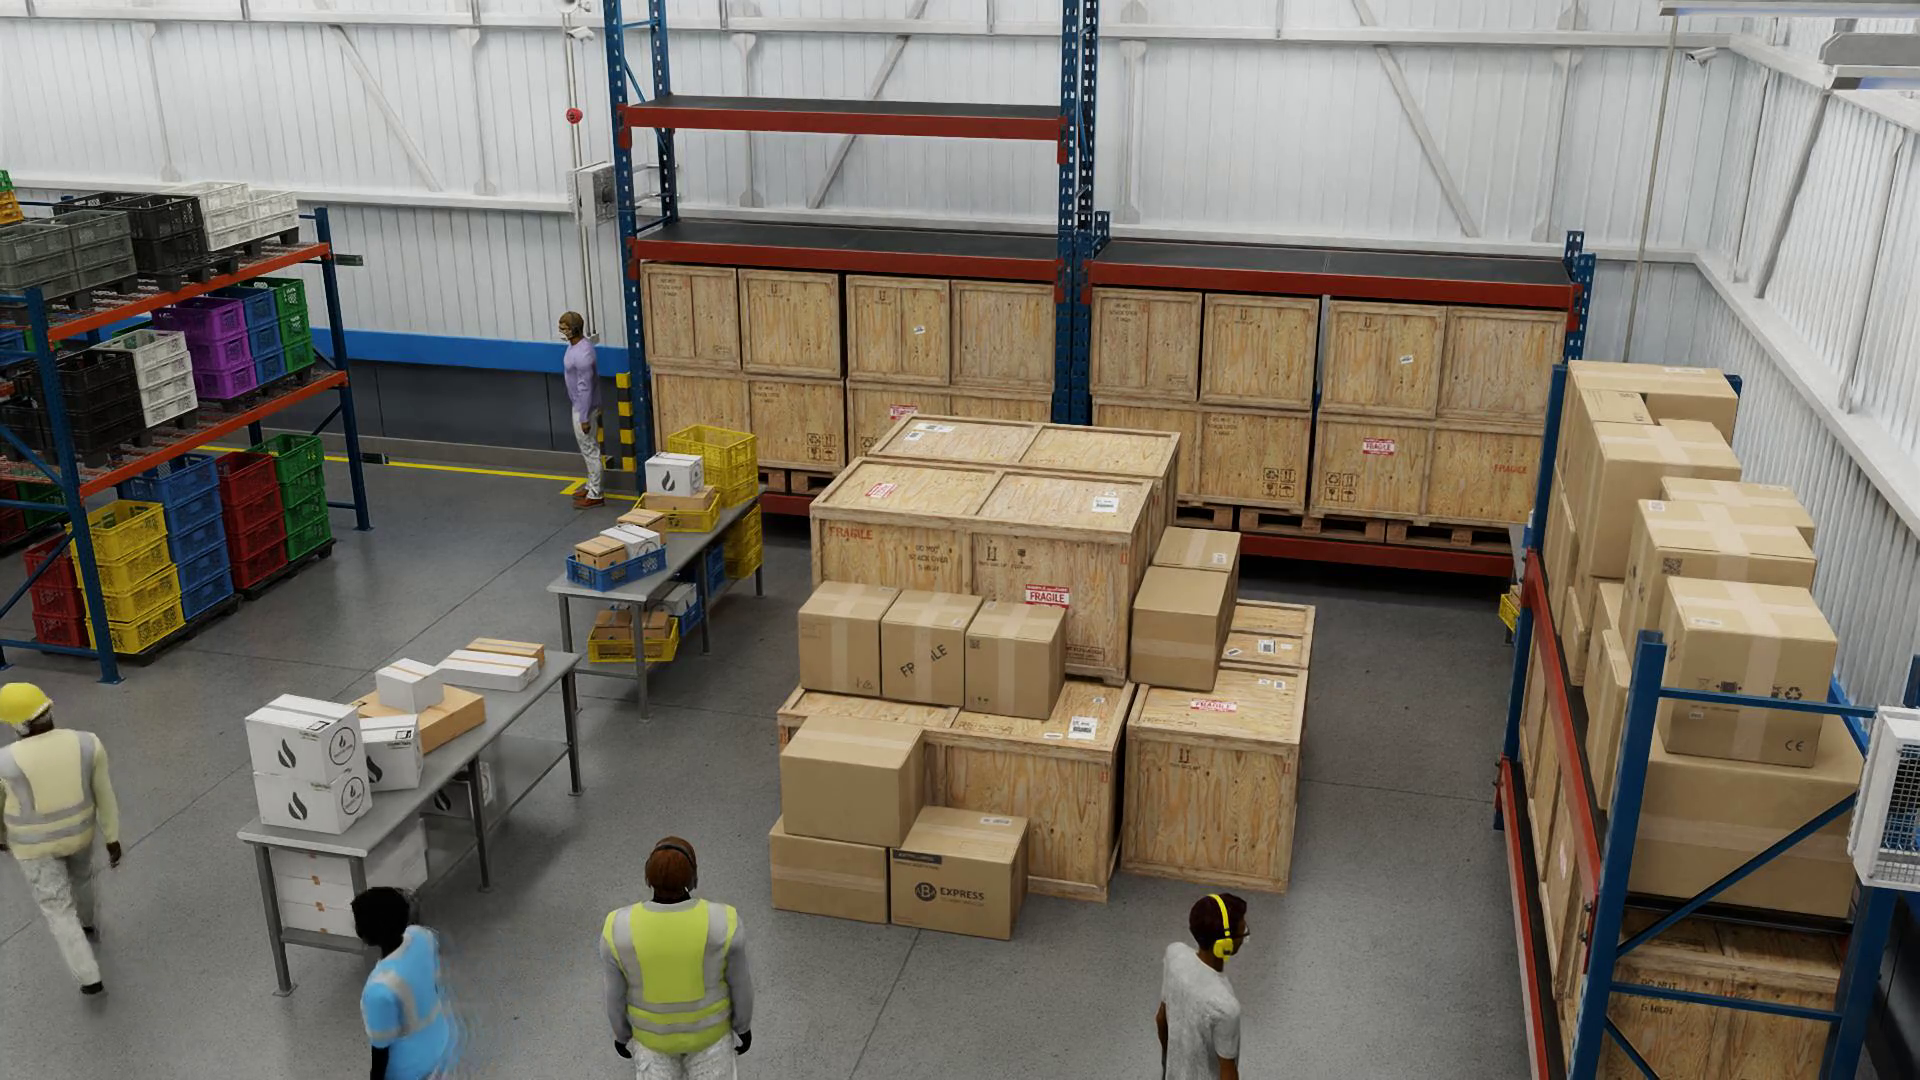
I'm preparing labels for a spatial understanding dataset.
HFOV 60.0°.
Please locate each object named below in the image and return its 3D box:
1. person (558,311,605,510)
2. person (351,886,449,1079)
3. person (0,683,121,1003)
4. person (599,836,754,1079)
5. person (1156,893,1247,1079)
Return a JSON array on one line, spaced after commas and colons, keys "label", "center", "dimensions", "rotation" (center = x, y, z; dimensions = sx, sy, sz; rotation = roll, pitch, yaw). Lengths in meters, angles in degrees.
[{"label": "person", "center": [-3.622, -1.258, 15.996], "dimensions": [0.374, 1.933, 0.625], "rotation": [-6, 22, -15]}, {"label": "person", "center": [-2.397, 2.229, 7.255], "dimensions": [0.888, 1.649, 0.536], "rotation": [1, 21, 3]}, {"label": "person", "center": [-4.834, 1.556, 8.872], "dimensions": [0.966, 1.757, 0.573], "rotation": [17, 27, 38]}, {"label": "person", "center": [-1.214, 2.120, 7.275], "dimensions": [0.633, 1.842, 0.429], "rotation": [-2, 21, -5]}, {"label": "person", "center": [1.004, 2.267, 6.854], "dimensions": [0.312, 1.869, 0.537], "rotation": [-10, 23, -24]}]
